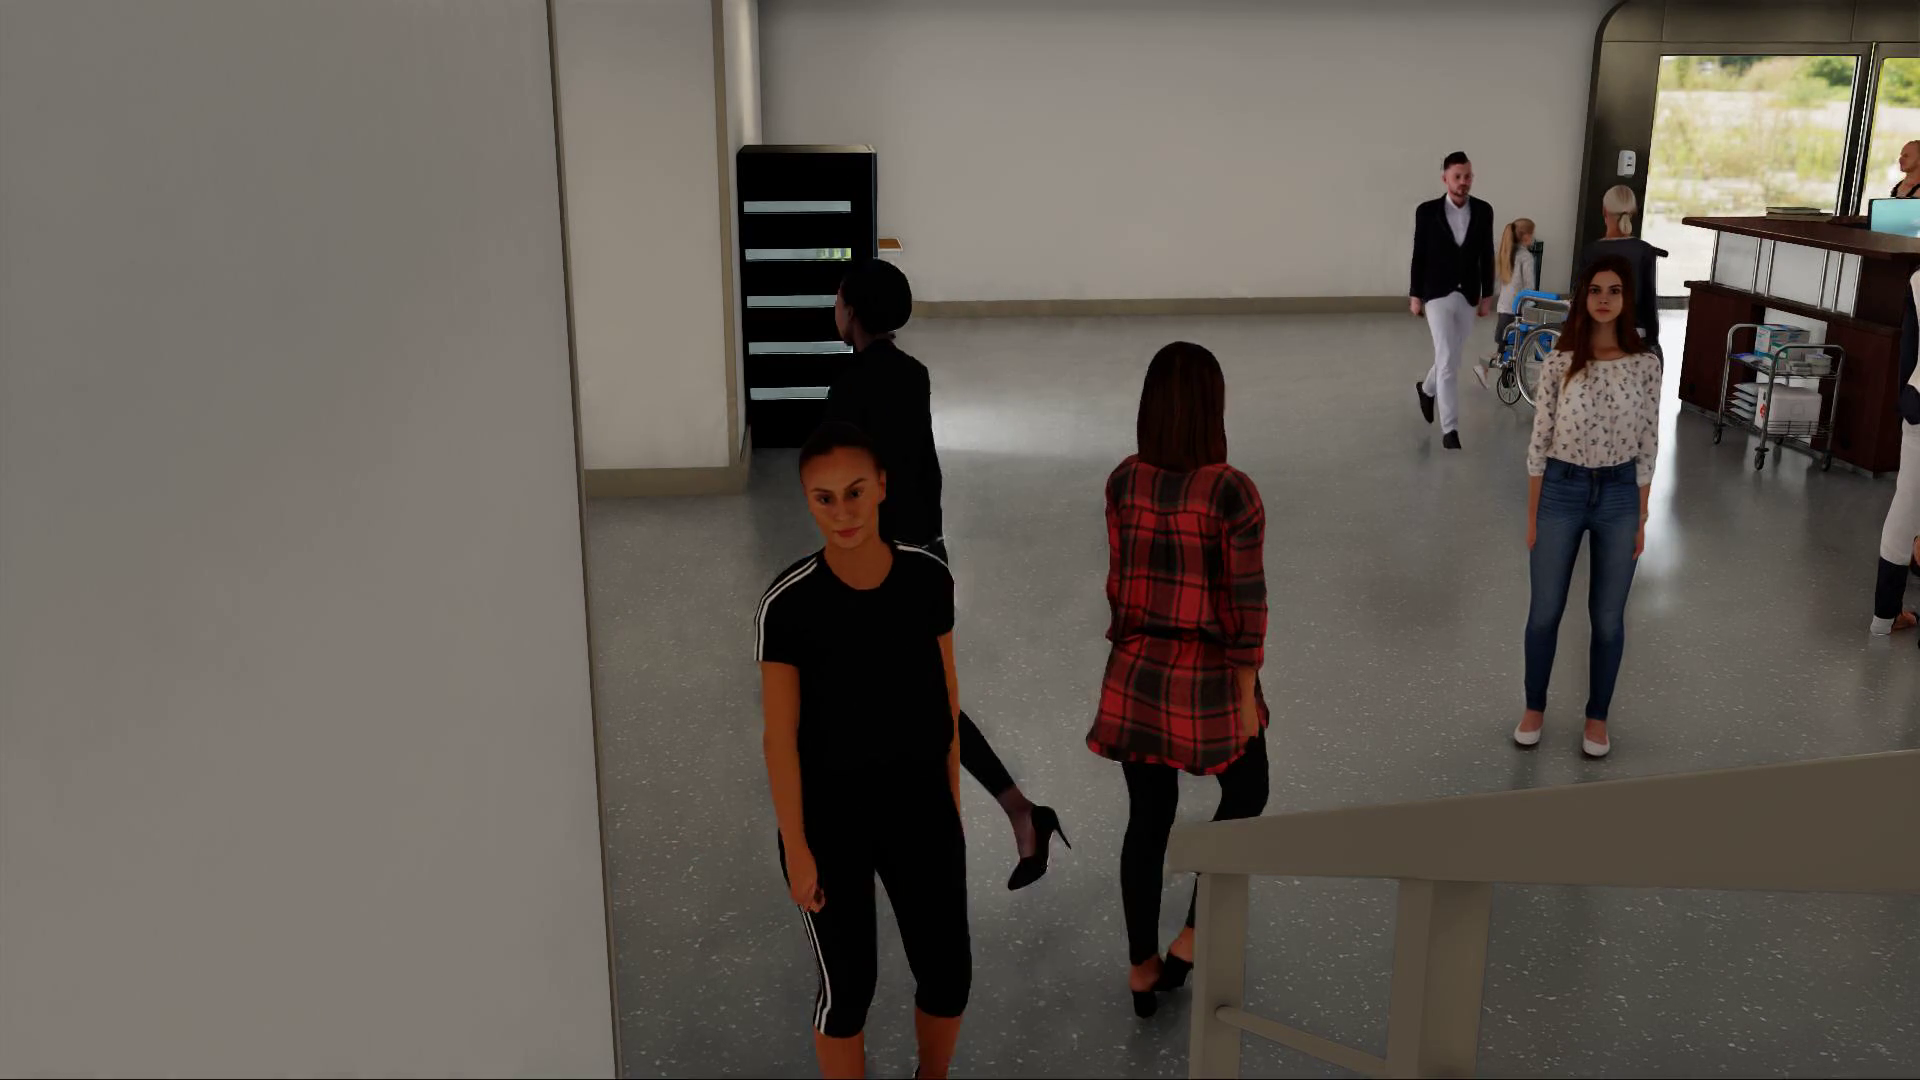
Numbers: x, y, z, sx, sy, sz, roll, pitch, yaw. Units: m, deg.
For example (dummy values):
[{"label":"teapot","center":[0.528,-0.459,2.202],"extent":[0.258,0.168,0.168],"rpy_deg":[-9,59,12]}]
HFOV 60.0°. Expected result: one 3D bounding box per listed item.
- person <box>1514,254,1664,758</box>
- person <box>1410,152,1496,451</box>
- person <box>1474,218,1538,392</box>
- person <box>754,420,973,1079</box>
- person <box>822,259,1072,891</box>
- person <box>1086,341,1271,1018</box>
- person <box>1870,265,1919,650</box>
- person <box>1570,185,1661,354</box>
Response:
[{"label":"person","center":[2.160,-0.117,5.719],"extent":[0.637,1.729,0.637],"rpy_deg":[5,17,18]},{"label":"person","center":[3.076,-1.512,10.530],"extent":[0.733,1.804,1.193],"rpy_deg":[0,16,-2]},{"label":"person","center":[4.048,-1.719,12.249],"extent":[0.561,1.262,0.697],"rpy_deg":[-2,16,-7]},{"label":"person","center":[-0.230,0.557,3.468],"extent":[0.665,1.655,0.641],"rpy_deg":[-9,18,-28]},{"label":"person","center":[-0.114,0.179,4.543],"extent":[1.150,1.798,1.128],"rpy_deg":[10,18,31]},{"label":"person","center":[0.484,0.386,4.015],"extent":[0.751,1.687,0.809],"rpy_deg":[12,20,37]},{"label":"person","center":[4.038,-0.498,6.775],"extent":[0.789,1.891,0.602],"rpy_deg":[-5,16,-17]},{"label":"person","center":[3.581,-1.058,9.082],"extent":[0.757,1.718,0.807],"rpy_deg":[3,16,10]}]
